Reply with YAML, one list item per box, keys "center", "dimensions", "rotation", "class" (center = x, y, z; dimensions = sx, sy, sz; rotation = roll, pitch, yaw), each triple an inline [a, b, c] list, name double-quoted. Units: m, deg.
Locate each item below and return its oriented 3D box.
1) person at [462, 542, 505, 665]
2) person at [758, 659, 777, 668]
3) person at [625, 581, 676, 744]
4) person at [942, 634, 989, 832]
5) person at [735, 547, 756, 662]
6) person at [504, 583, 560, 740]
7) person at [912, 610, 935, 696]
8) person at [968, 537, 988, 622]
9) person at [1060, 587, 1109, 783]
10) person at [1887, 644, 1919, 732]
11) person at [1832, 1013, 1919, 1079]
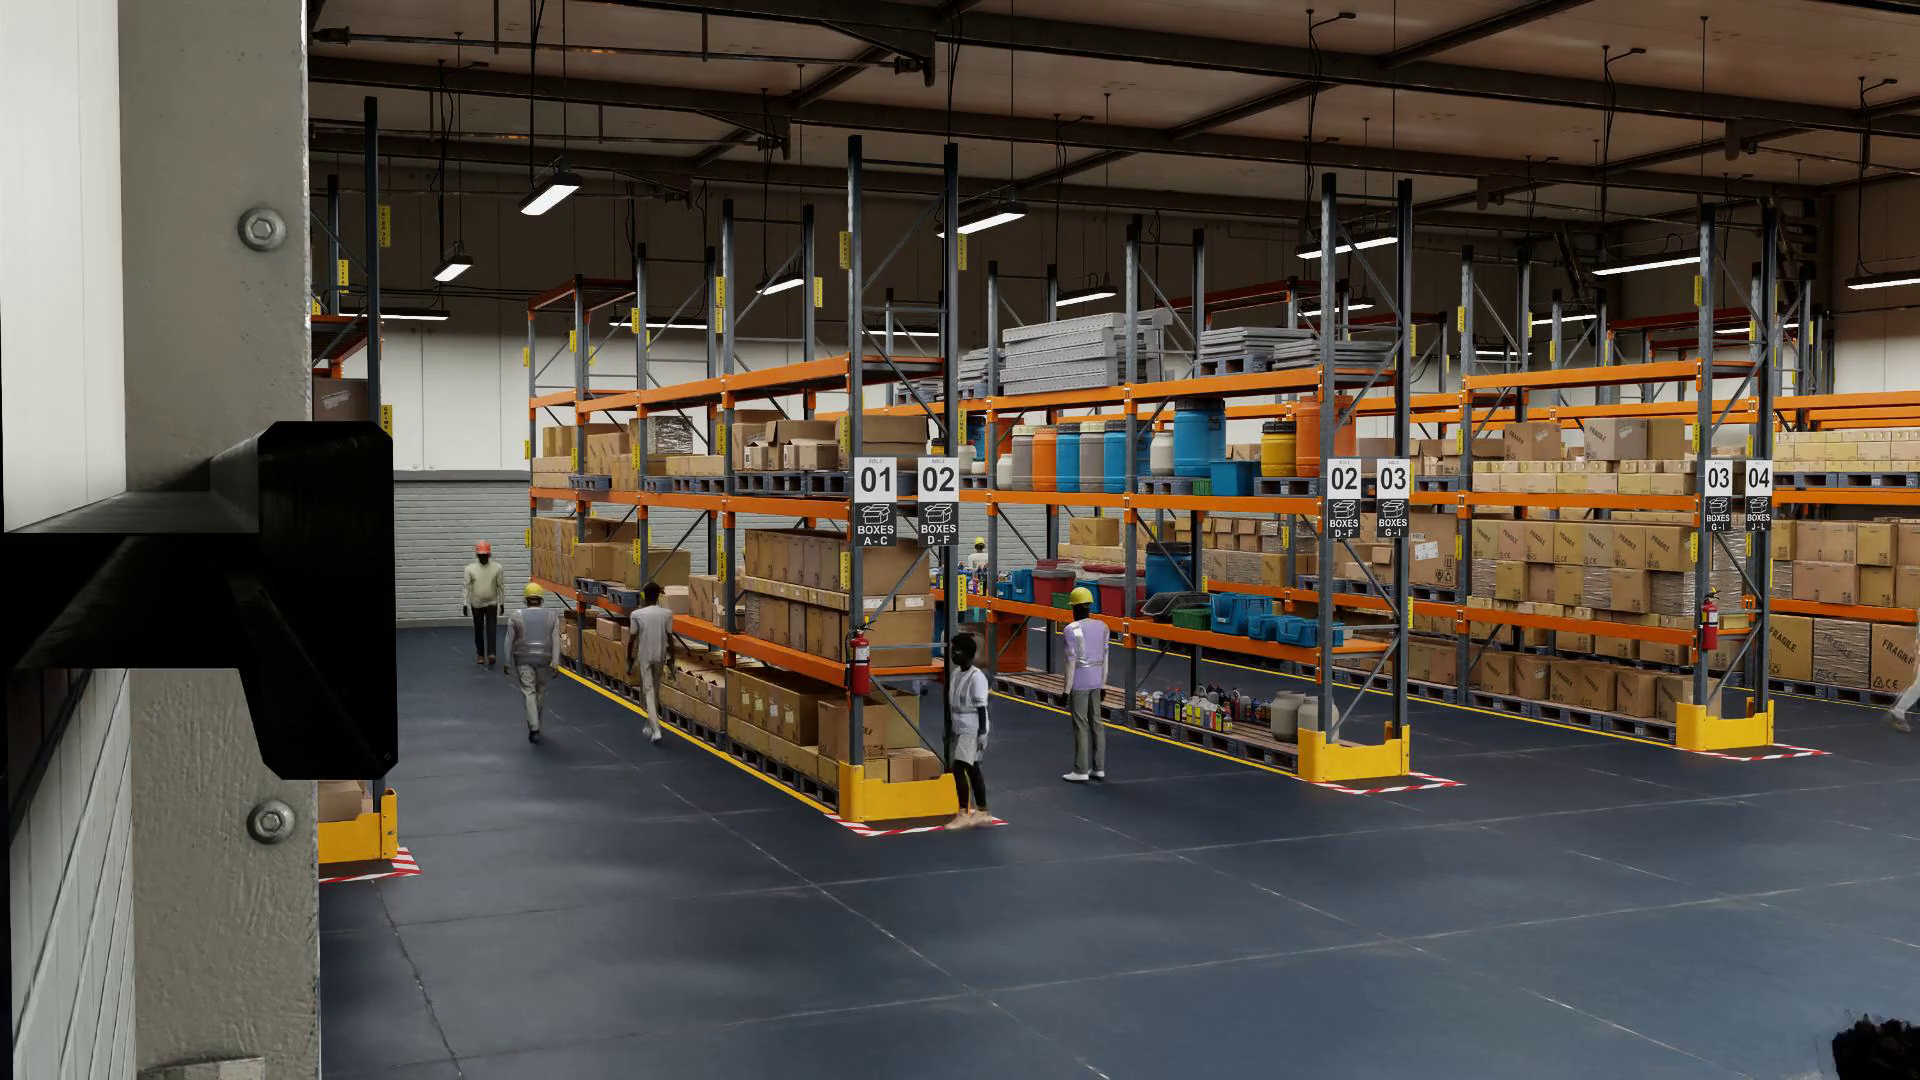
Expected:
- center: [-7.554, 1.012, 28.390]
  dimensions: [0.664, 1.935, 1.011]
  rotation: [-1, 2, -16]
  class: "person"
- center: [-2.544, 1.365, 23.442]
  dimensions: [0.502, 1.615, 0.559]
  rotation: [-1, 2, -27]
  class: "person"
- center: [-3.521, 1.379, 20.413]
  dimensions: [0.536, 1.830, 0.959]
  rotation: [-1, 2, -24]
  class: "person"
- center: [0.005, 1.644, 15.305]
  dimensions: [0.629, 1.670, 0.551]
  rotation: [-1, 2, -24]
  class: "person"
- center: [-3.363, 1.035, 28.764]
  dimensions: [0.587, 1.863, 1.030]
  rotation: [0, 2, -2]
  class: "person"
- center: [-4.928, 1.389, 20.619]
  dimensions: [0.604, 1.786, 0.933]
  rotation: [-1, 2, -25]
  class: "person"
- center: [-0.614, 1.269, 24.164]
  dimensions: [0.525, 1.752, 0.455]
  rotation: [-1, 3, -30]
  class: "person"
- center: [0.385, 0.828, 35.493]
  dimensions: [0.533, 1.767, 0.325]
  rotation: [-1, 2, -23]
  class: "person"
- center: [1.221, 1.428, 17.790]
  dimensions: [0.594, 1.922, 0.386]
  rotation: [-2, 3, -41]
  class: "person"
- center: [11.295, 1.355, 20.850]
  dimensions: [0.608, 1.842, 0.970]
  rotation: [-1, 3, -31]
  class: "person"
- center: [1.883, 1.954, 3.822]
  dimensions: [0.608, 1.950, 0.661]
  rotation: [-1, 3, -33]
  class: "person"
